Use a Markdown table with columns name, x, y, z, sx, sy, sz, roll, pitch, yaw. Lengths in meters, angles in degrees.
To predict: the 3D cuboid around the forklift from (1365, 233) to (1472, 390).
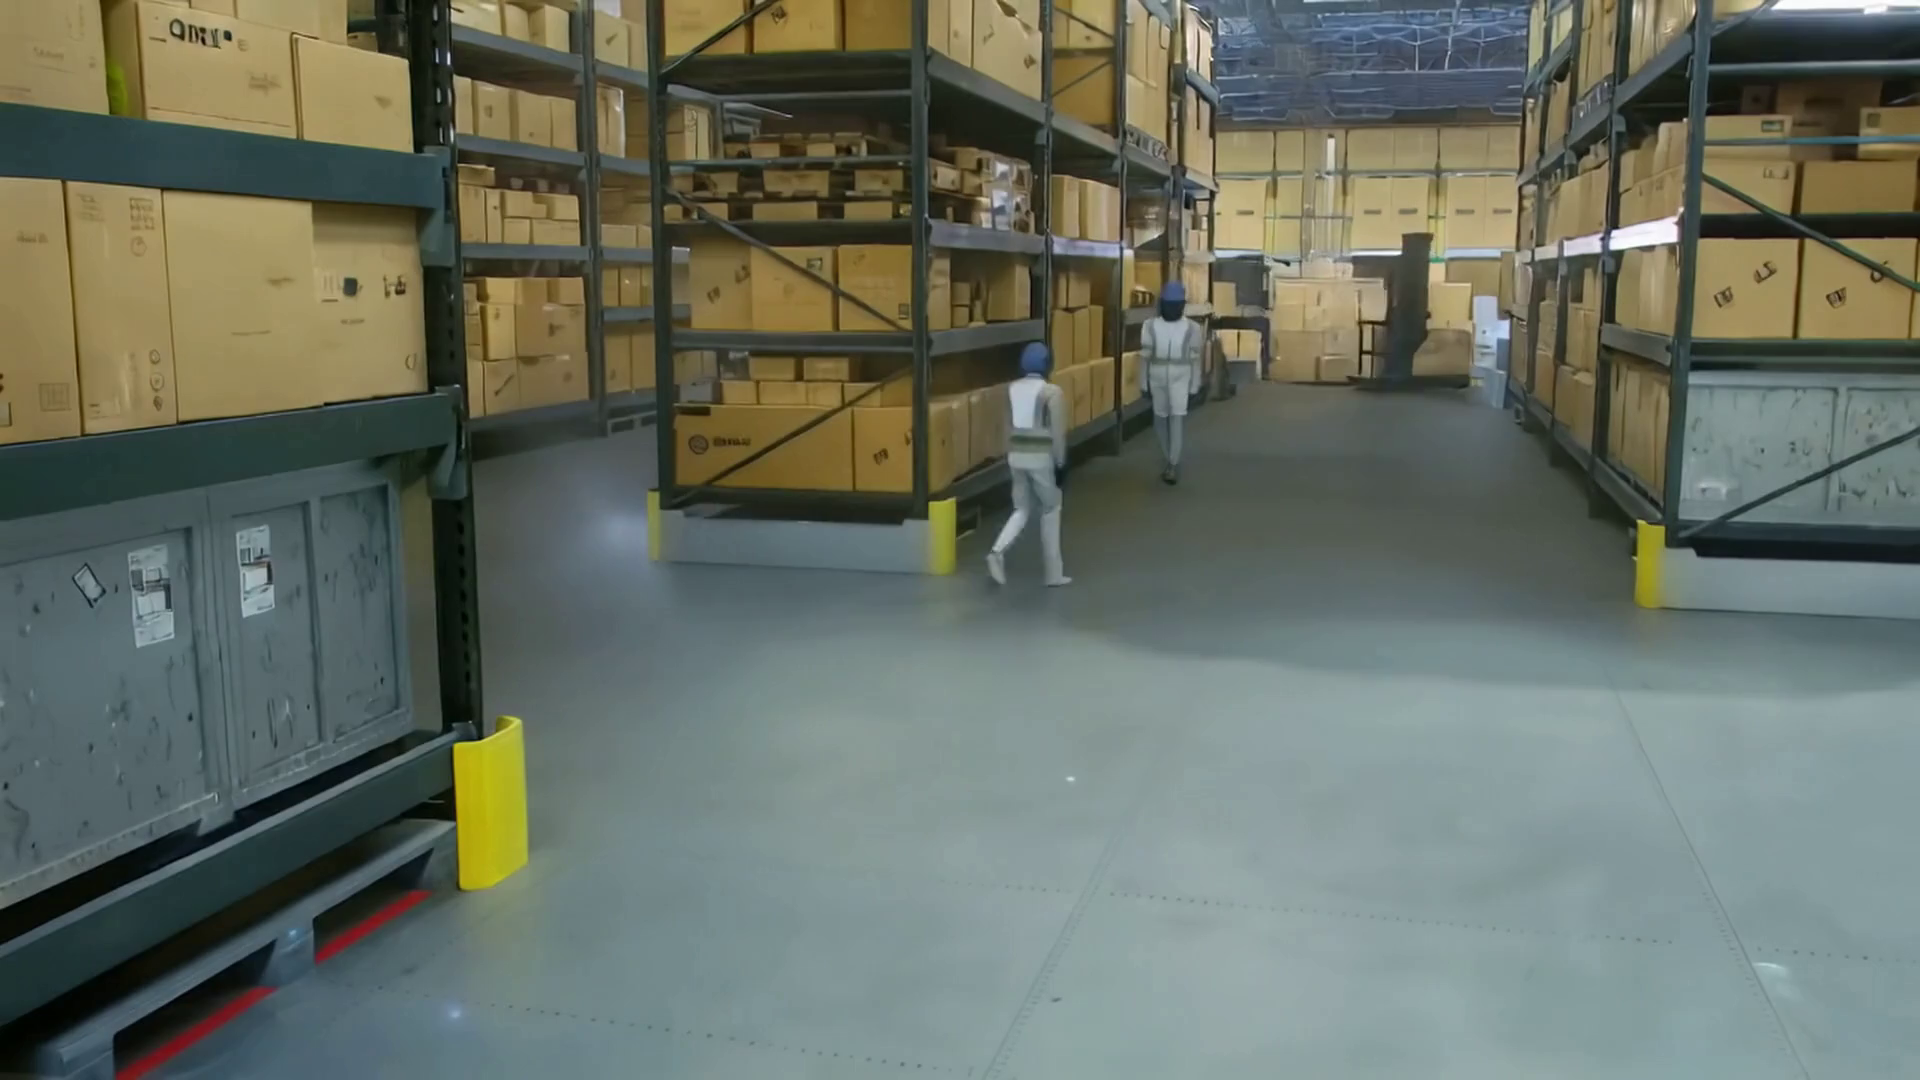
| name | x | y | z | sx | sy | sz | roll | pitch | yaw |
| --- | --- | --- | --- | --- | --- | --- | --- | --- | --- |
| forklift | 8.195 | -4.123 | 29.967 | 1.873 | 2.768 | 1.129 | 0 | 9 | 1 |

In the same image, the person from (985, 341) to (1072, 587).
| name | x | y | z | sx | sy | sz | roll | pitch | yaw |
| --- | --- | --- | --- | --- | --- | --- | --- | --- | --- |
| person | 0.429 | -0.479 | 10.811 | 0.558 | 1.616 | 0.580 | 8 | 12 | 42 |

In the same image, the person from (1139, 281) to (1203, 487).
| name | x | y | z | sx | sy | sz | roll | pitch | yaw |
| --- | --- | --- | --- | --- | --- | --- | --- | --- | --- |
| person | 2.097 | -1.563 | 16.494 | 0.603 | 2.007 | 1.026 | 3 | 9 | 16 |

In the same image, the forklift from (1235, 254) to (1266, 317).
| name | x | y | z | sx | sy | sz | roll | pitch | yaw |
| --- | --- | --- | --- | --- | --- | --- | --- | --- | --- |
| forklift | 9.764 | -8.224 | 56.022 | 1.129 | 2.768 | 1.873 | 5 | 10 | 27 |

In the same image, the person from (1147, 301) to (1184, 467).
| name | x | y | z | sx | sy | sz | roll | pitch | yaw |
| --- | --- | --- | --- | --- | --- | --- | --- | --- | --- |
| person | 2.195 | -1.664 | 17.804 | 0.429 | 1.801 | 0.750 | 2 | 9 | 13 |

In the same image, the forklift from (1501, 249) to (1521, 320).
| name | x | y | z | sx | sy | sz | roll | pitch | yaw |
| --- | --- | --- | --- | --- | --- | --- | --- | --- | --- |
| forklift | 15.612 | -6.692 | 46.291 | 1.129 | 2.768 | 1.873 | 2 | 9 | 15 |

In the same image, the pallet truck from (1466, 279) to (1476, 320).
| name | x | y | z | sx | sy | sz | roll | pitch | yaw |
| --- | --- | --- | --- | --- | --- | --- | --- | --- | --- |
| pallet truck | 18.896 | -8.459 | 60.307 | 1.885 | 1.965 | 0.823 | 5 | 10 | 31 |
